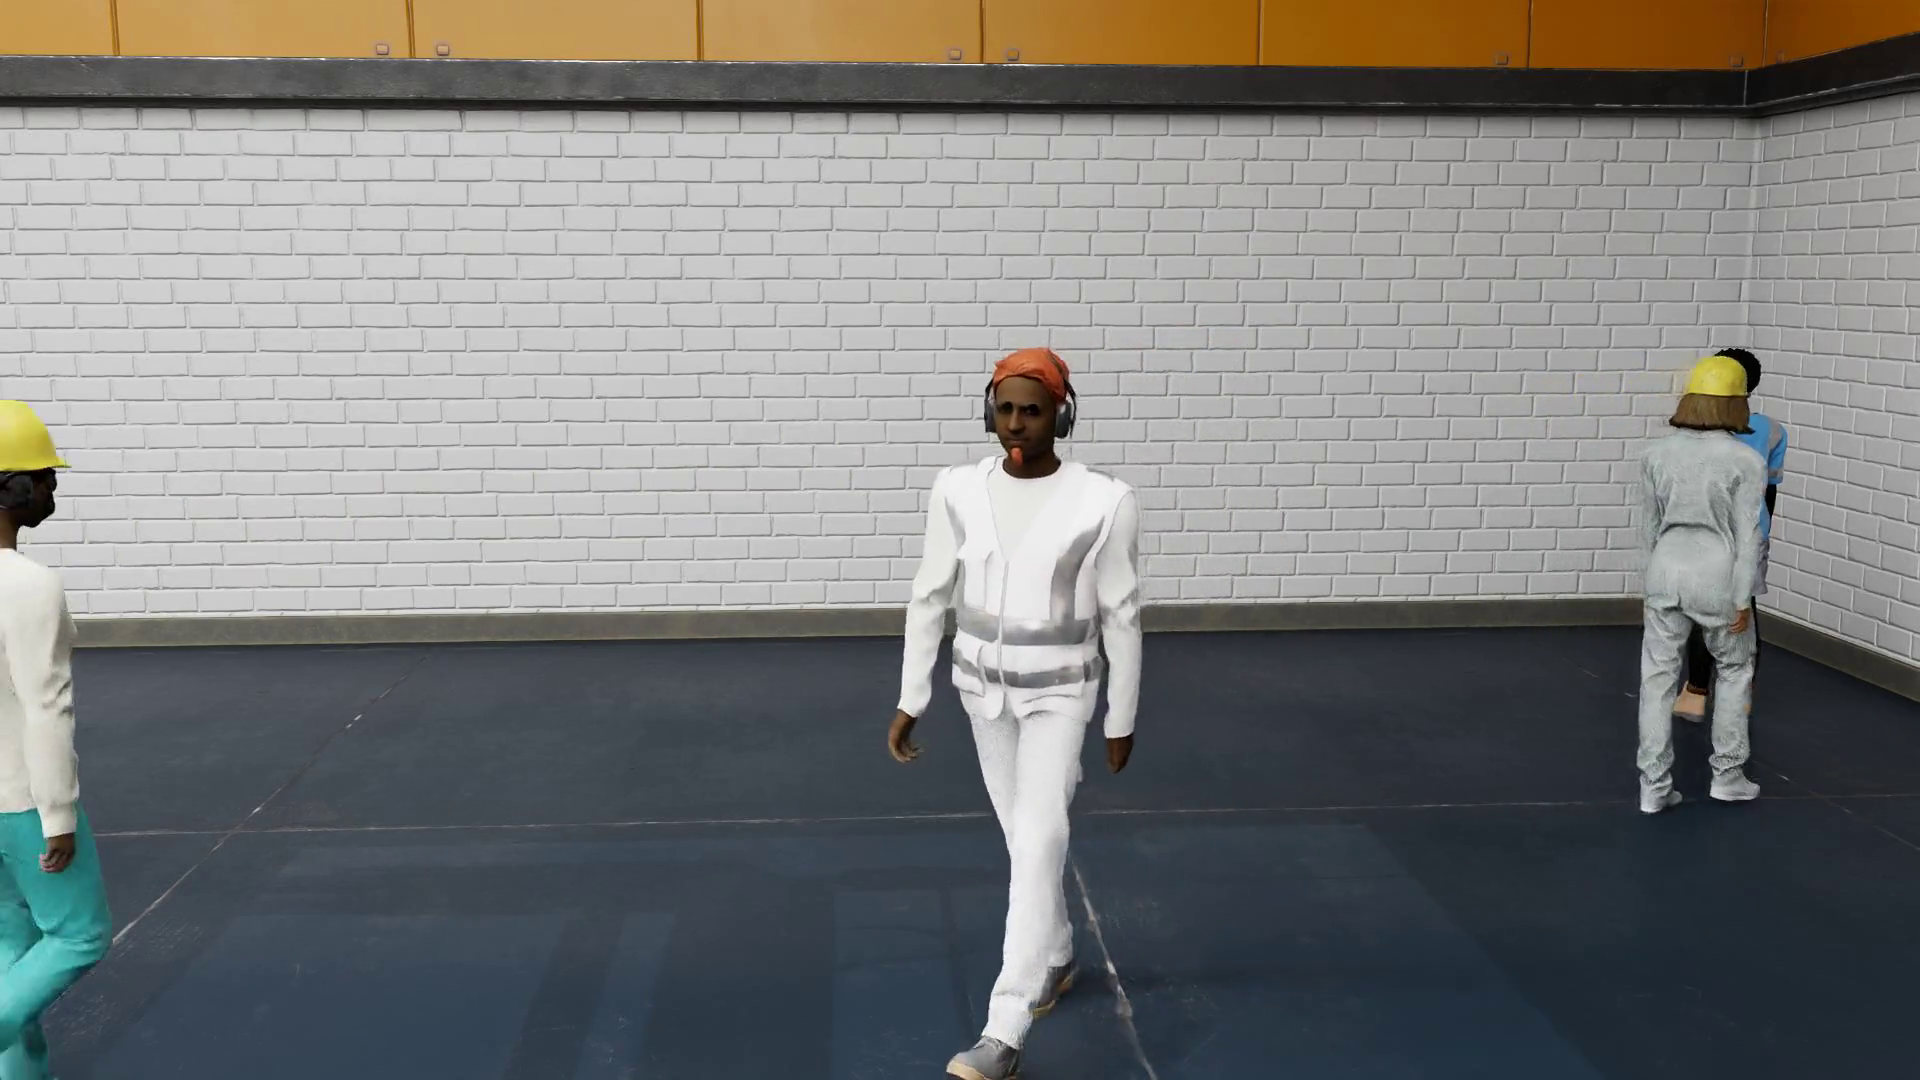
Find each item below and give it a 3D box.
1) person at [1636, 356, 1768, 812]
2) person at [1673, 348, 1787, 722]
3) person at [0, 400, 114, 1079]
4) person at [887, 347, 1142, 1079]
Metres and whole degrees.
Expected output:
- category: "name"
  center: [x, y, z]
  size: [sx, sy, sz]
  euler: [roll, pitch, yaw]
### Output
- category: "person"
  center: [2.825, 0.168, 6.313]
  size: [0.658, 1.723, 0.489]
  euler: [-9, 13, -43]
- category: "person"
  center: [3.458, -0.018, 7.547]
  size: [0.540, 1.696, 0.316]
  euler: [-2, 9, -13]
- category: "person"
  center: [-2.171, 0.570, 3.702]
  size: [0.528, 1.754, 0.504]
  euler: [5, 11, 31]
- category: "person"
  center: [0.127, 0.438, 4.257]
  size: [0.579, 1.832, 0.955]
  euler: [5, 10, 30]
